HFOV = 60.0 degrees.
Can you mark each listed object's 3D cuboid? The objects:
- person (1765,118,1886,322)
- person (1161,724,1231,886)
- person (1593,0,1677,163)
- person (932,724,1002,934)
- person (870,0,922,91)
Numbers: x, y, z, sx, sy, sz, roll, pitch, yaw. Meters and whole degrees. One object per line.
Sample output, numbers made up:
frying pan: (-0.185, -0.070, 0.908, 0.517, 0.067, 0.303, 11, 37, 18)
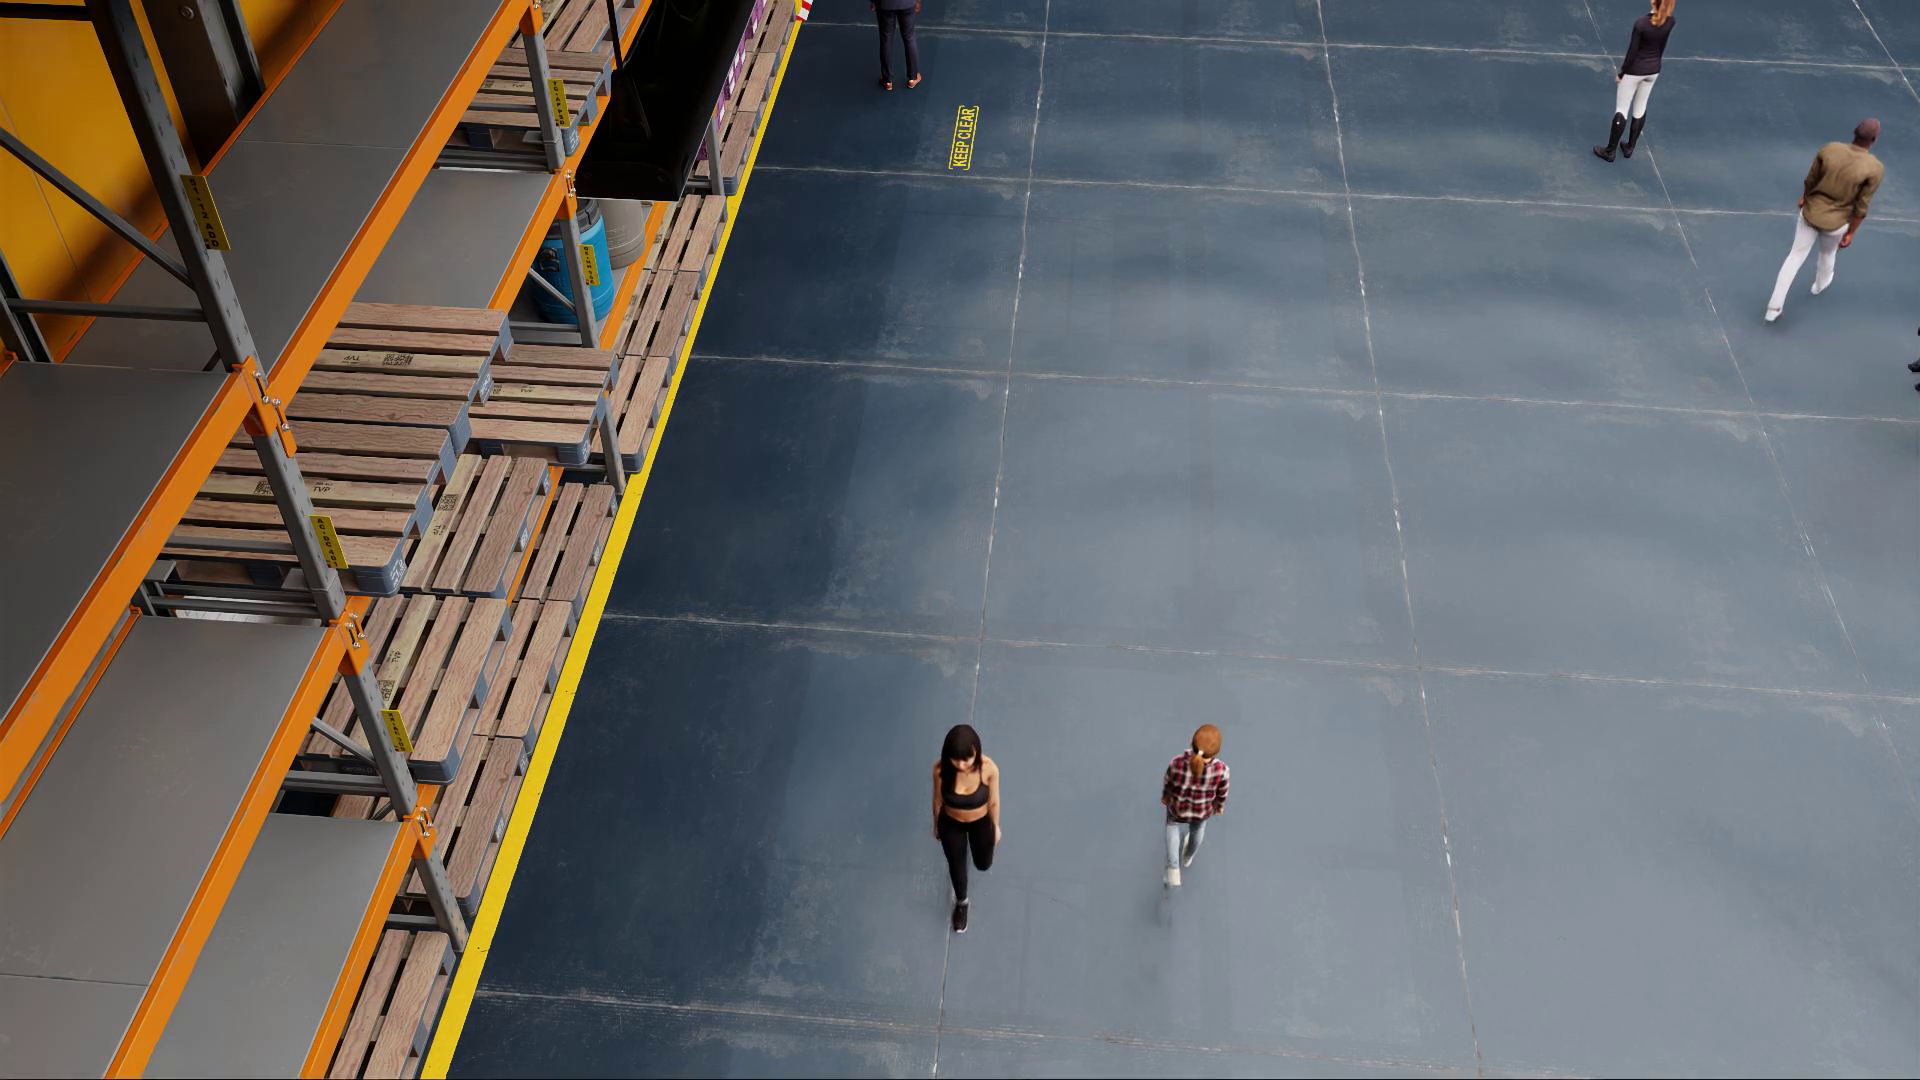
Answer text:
person: (7.059, -2.589, 13.668, 1.153, 1.787, 1.277, 31, 52, 29)
person: (1.343, 1.560, 9.667, 0.549, 1.298, 0.712, 6, 44, 6)
person: (6.356, -4.360, 15.570, 0.646, 1.728, 0.654, -10, 45, -11)
person: (0.043, 1.540, 9.445, 0.561, 1.633, 0.823, 2, 44, 2)
person: (-0.637, -5.369, 16.560, 0.713, 1.824, 0.632, -2, 44, -2)
